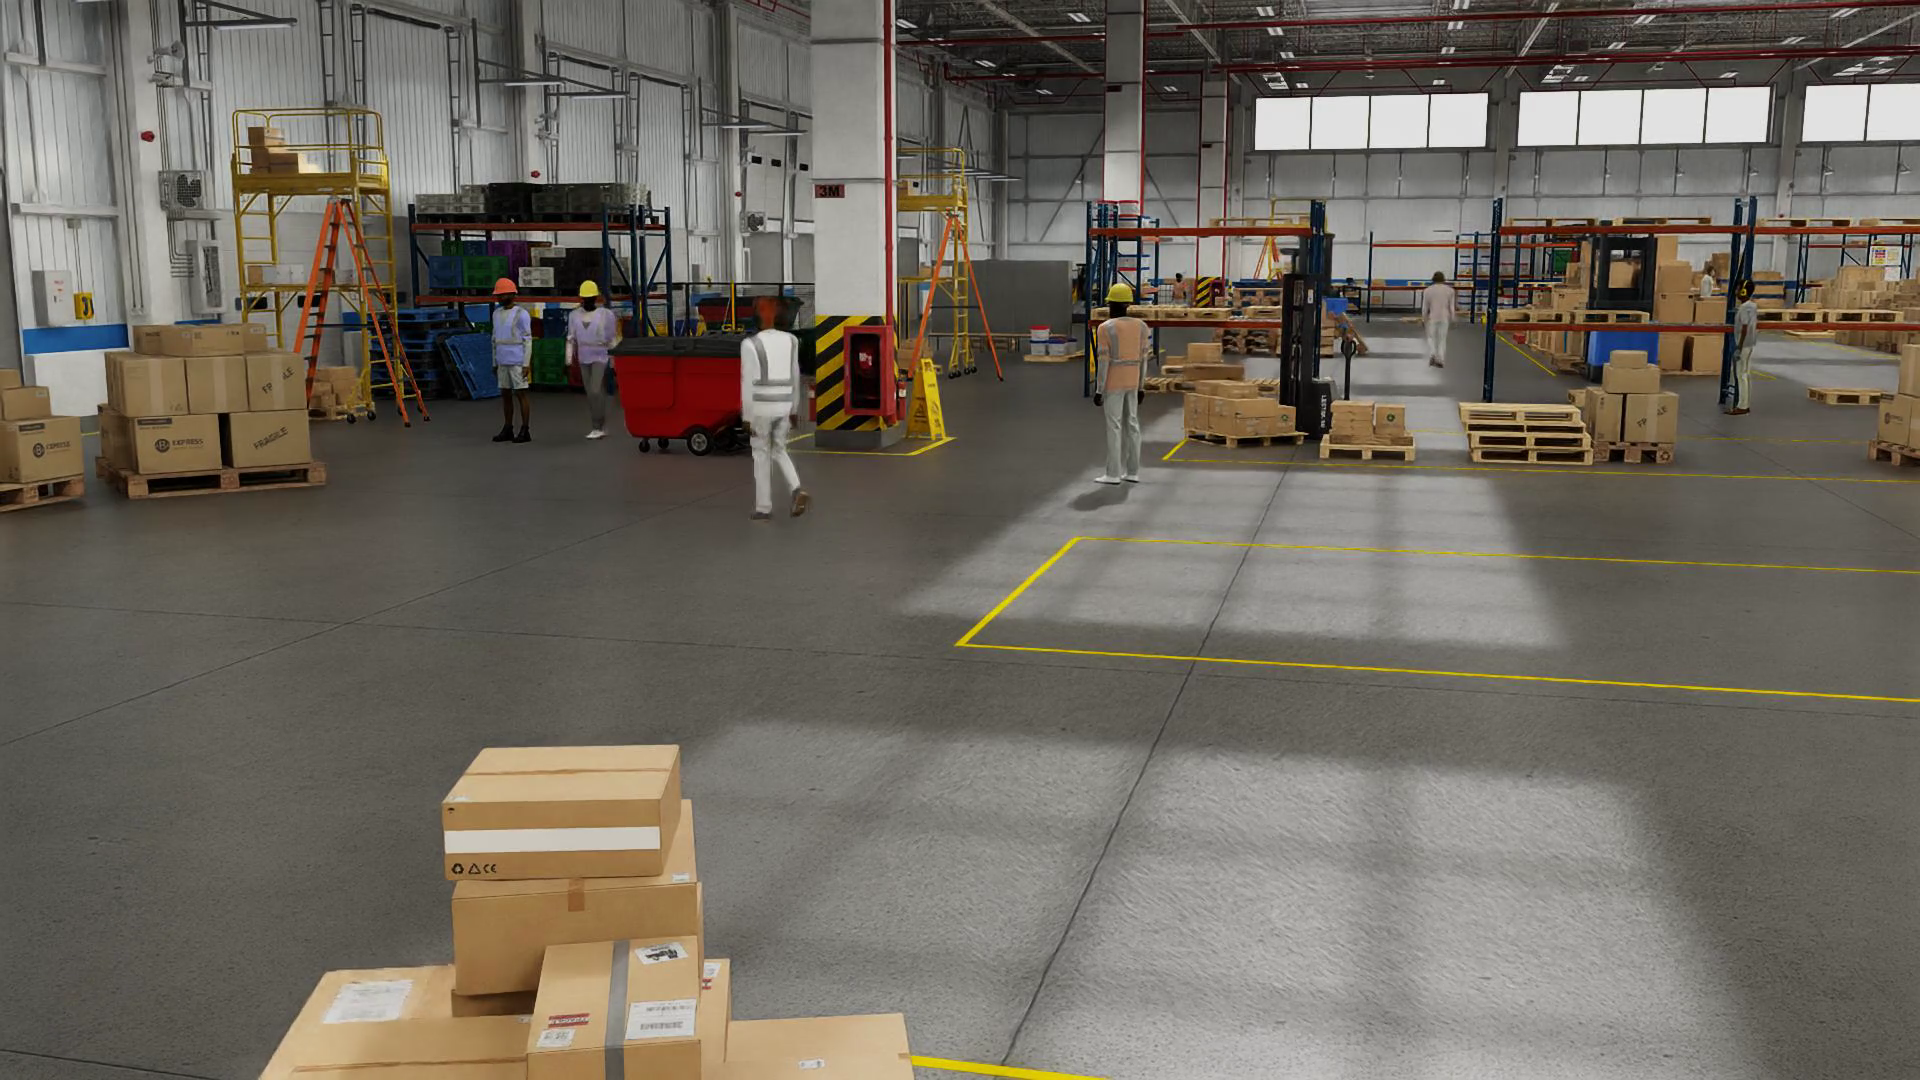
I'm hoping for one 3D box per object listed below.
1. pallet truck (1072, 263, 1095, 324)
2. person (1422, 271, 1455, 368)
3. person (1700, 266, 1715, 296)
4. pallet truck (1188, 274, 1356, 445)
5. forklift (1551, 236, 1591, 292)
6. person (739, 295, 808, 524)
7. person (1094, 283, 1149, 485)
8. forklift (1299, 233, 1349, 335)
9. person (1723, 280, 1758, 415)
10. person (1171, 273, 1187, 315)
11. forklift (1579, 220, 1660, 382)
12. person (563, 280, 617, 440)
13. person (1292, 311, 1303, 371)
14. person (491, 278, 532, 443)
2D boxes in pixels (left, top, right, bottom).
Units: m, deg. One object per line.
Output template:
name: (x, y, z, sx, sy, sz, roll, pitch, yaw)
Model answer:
pallet truck: (4.325, -8.180, 55.162, 0.823, 1.965, 1.885, 6, 11, 31)
person: (9.440, -4.352, 32.865, 0.669, 1.918, 0.433, 0, 10, 3)
person: (22.815, -7.401, 50.805, 0.363, 1.929, 0.628, 5, 11, 29)
pallet truck: (3.653, -2.138, 19.590, 1.885, 1.965, 0.823, -4, 10, -20)
forklift: (19.392, -8.069, 51.914, 1.873, 2.768, 1.129, 2, 10, 14)
person: (-1.535, -1.047, 13.527, 0.596, 1.872, 0.518, -9, 13, -43)
person: (1.541, -1.496, 16.001, 0.594, 1.930, 0.354, -6, 11, -33)
forklift: (9.647, -6.914, 45.112, 1.129, 2.768, 1.873, -3, 10, -19)
person: (10.825, -2.657, 23.015, 0.328, 1.874, 0.517, 8, 12, 38)
person: (7.180, -7.893, 54.415, 0.557, 1.665, 0.575, -9, 13, -43)
forklift: (11.649, -4.212, 29.202, 1.129, 2.768, 1.873, 2, 10, 14)
person: (-4.425, -2.137, 19.865, 0.598, 1.898, 0.715, 3, 10, 19)
person: (6.612, -4.099, 31.920, 0.335, 1.734, 0.487, 6, 12, 33)
person: (-5.302, -2.104, 19.567, 0.551, 1.934, 0.373, 5, 11, 27)
